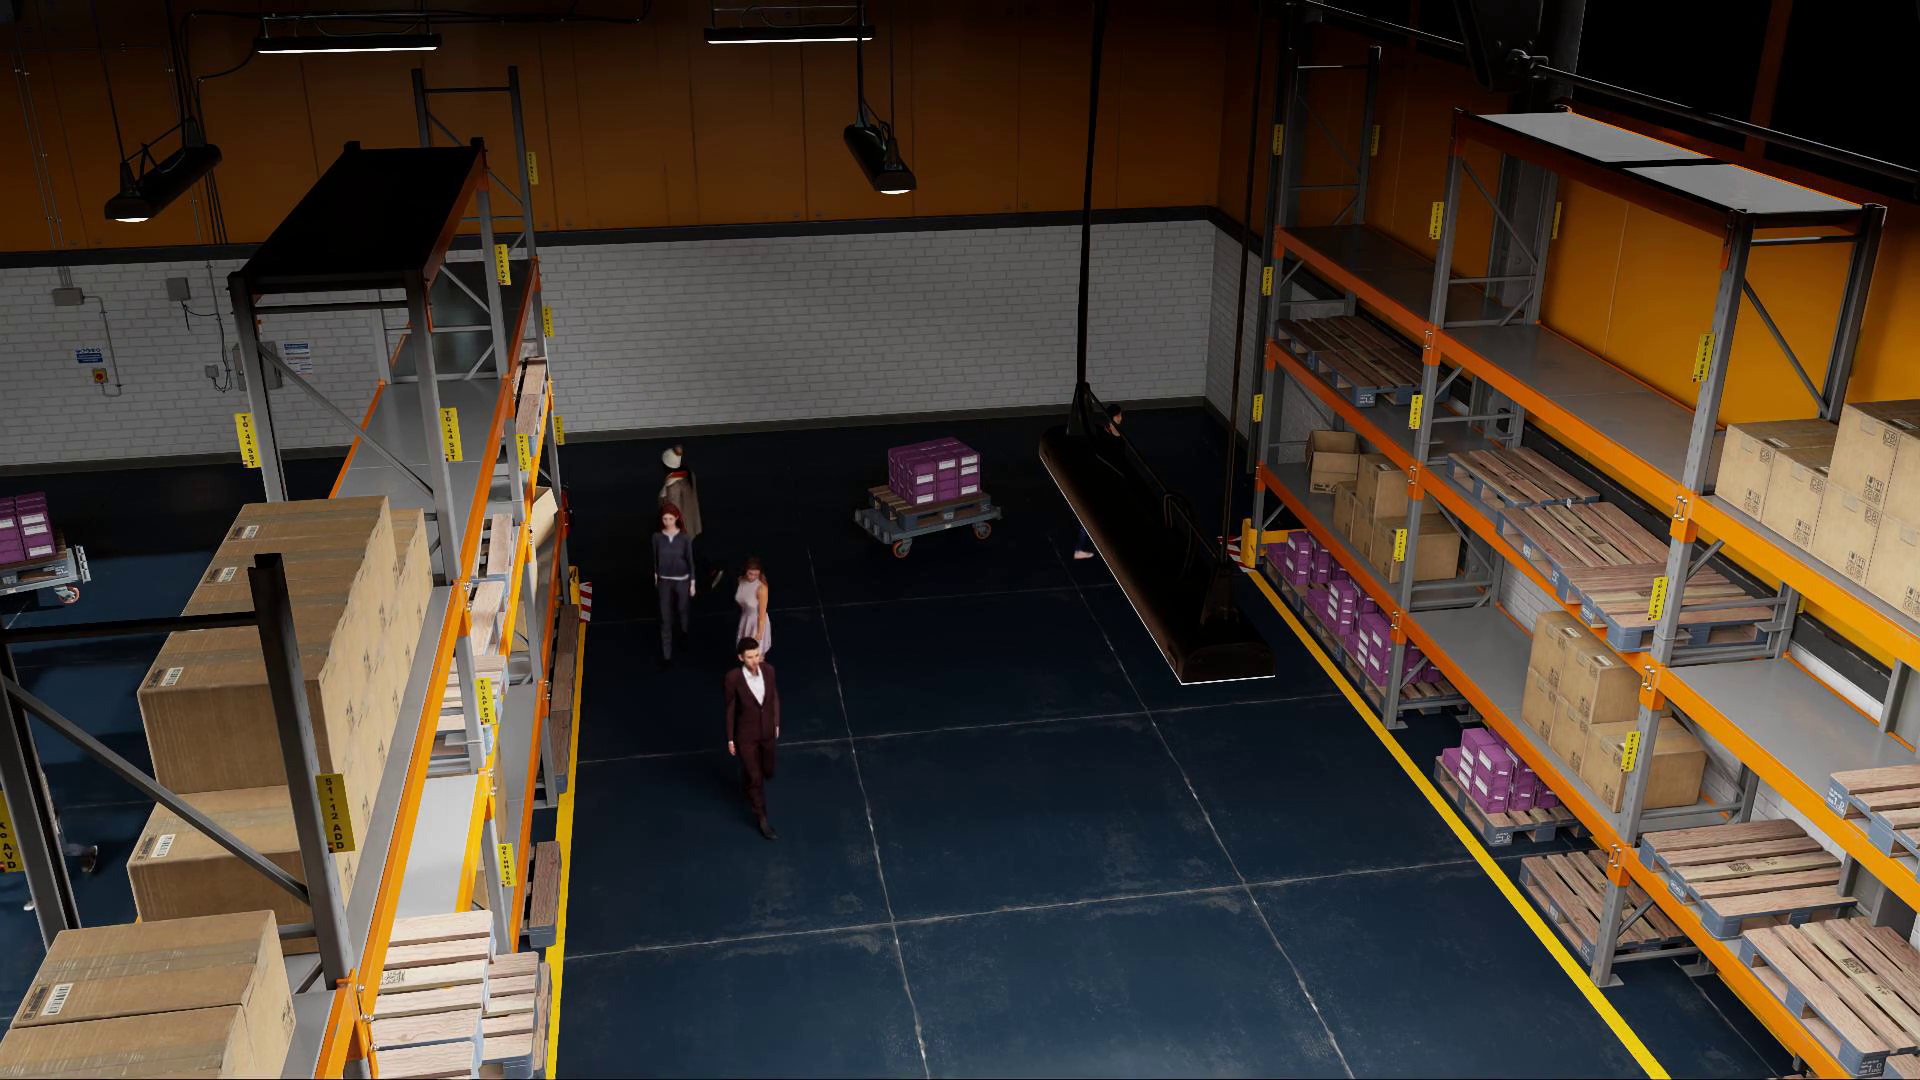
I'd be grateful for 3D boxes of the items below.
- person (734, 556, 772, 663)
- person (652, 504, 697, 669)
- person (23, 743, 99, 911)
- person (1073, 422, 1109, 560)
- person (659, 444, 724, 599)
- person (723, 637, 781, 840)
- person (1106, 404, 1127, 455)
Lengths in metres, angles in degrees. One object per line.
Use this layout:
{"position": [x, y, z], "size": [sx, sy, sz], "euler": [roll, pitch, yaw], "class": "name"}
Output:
{"position": [-2.049, 0.888, 16.491], "size": [0.851, 1.736, 0.731], "euler": [-14, 27, -30], "class": "person"}
{"position": [-2.992, 0.431, 17.550], "size": [0.776, 1.725, 1.180], "euler": [1, 24, 2], "class": "person"}
{"position": [-7.499, 2.279, 13.674], "size": [0.822, 1.443, 1.012], "euler": [7, 25, 16], "class": "person"}
{"position": [1.520, -0.562, 19.836], "size": [0.783, 1.714, 0.904], "euler": [-9, 25, -20], "class": "person"}
{"position": [-3.075, -0.203, 18.815], "size": [0.970, 1.874, 0.997], "euler": [5, 24, 12], "class": "person"}
{"position": [-1.833, 1.667, 14.574], "size": [0.952, 1.845, 1.163], "euler": [-15, 28, -30], "class": "person"}
{"position": [1.921, -0.977, 20.986], "size": [0.685, 1.553, 0.616], "euler": [14, 27, 29], "class": "person"}
